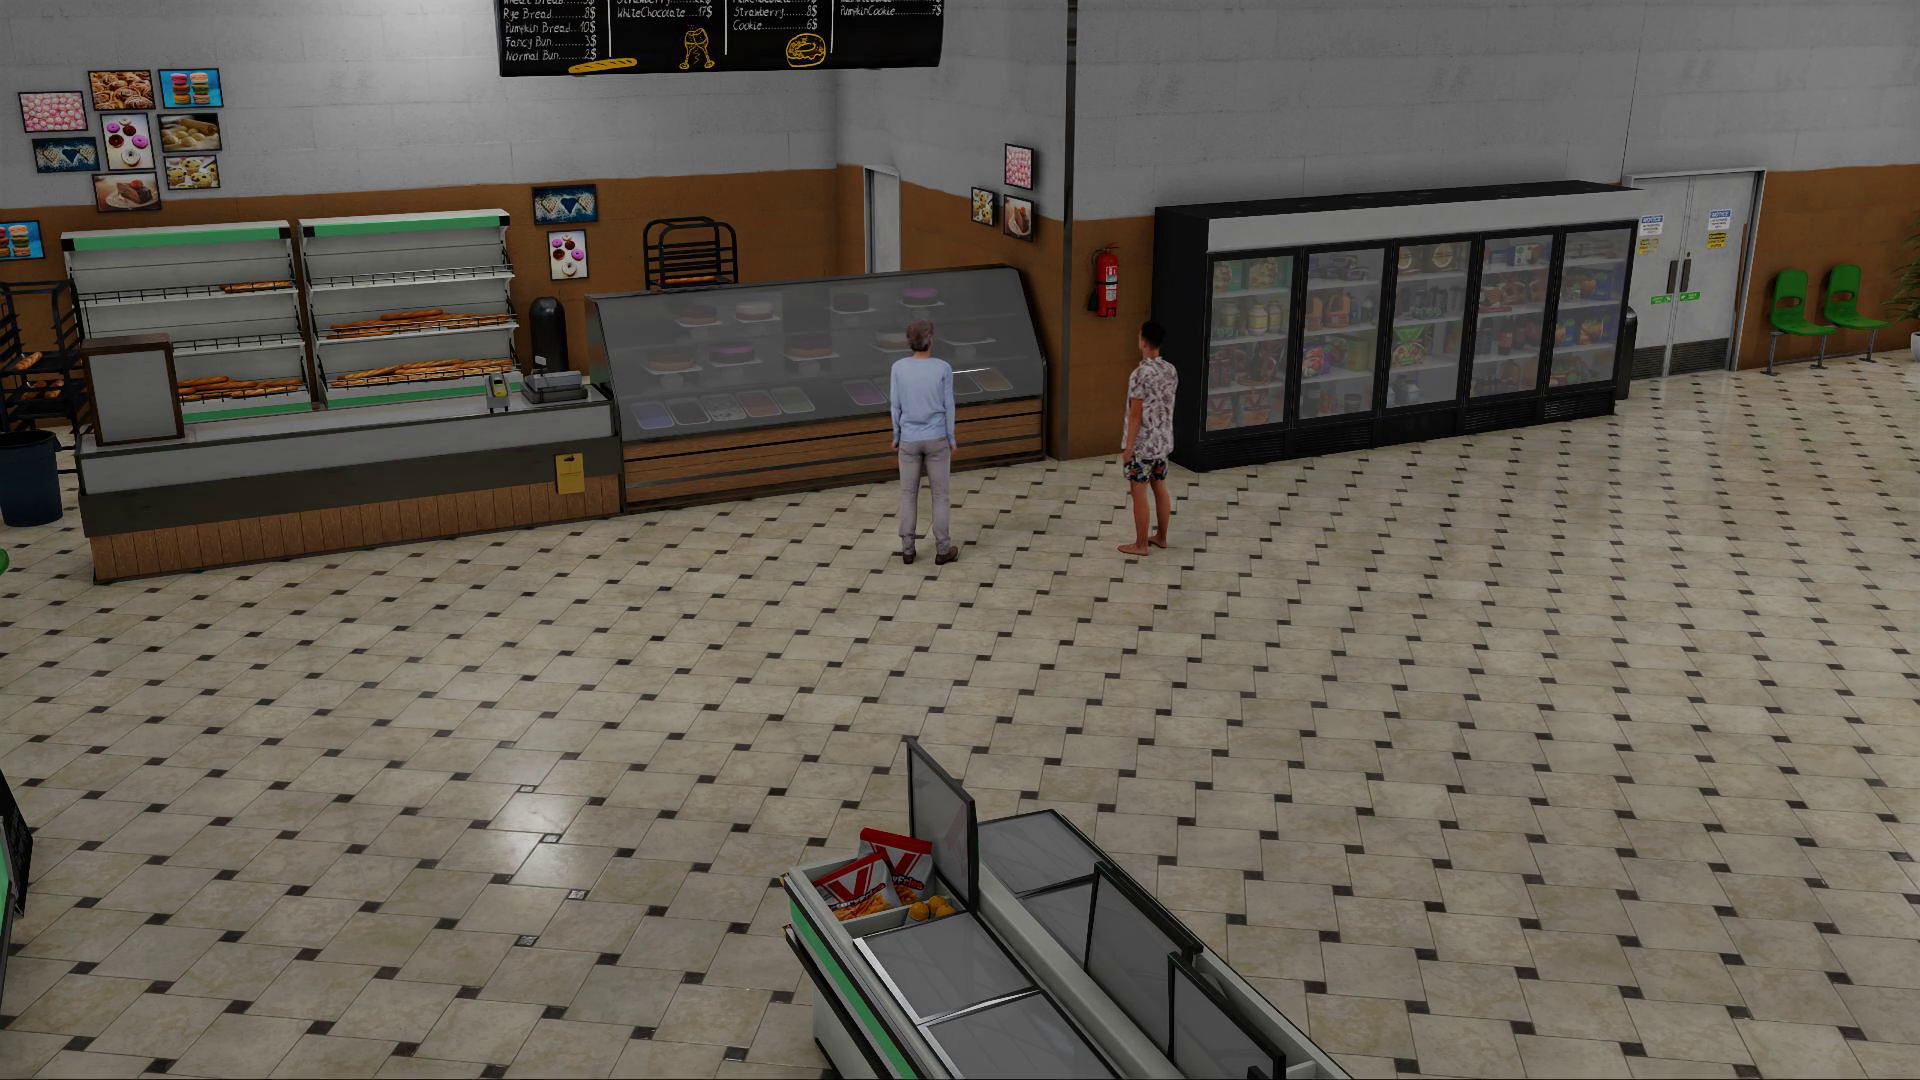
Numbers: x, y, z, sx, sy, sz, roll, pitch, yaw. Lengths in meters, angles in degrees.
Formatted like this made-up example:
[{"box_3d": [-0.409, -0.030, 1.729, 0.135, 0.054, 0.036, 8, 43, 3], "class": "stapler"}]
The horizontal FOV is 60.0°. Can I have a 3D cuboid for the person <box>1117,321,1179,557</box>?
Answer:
[{"box_3d": [1.467, -0.786, 12.867, 0.739, 1.815, 0.675, -17, 25, -41], "class": "person"}]

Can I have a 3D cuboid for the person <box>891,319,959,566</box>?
[{"box_3d": [-0.273, -0.744, 12.617, 0.751, 1.894, 0.773, 3, 19, 9], "class": "person"}]
